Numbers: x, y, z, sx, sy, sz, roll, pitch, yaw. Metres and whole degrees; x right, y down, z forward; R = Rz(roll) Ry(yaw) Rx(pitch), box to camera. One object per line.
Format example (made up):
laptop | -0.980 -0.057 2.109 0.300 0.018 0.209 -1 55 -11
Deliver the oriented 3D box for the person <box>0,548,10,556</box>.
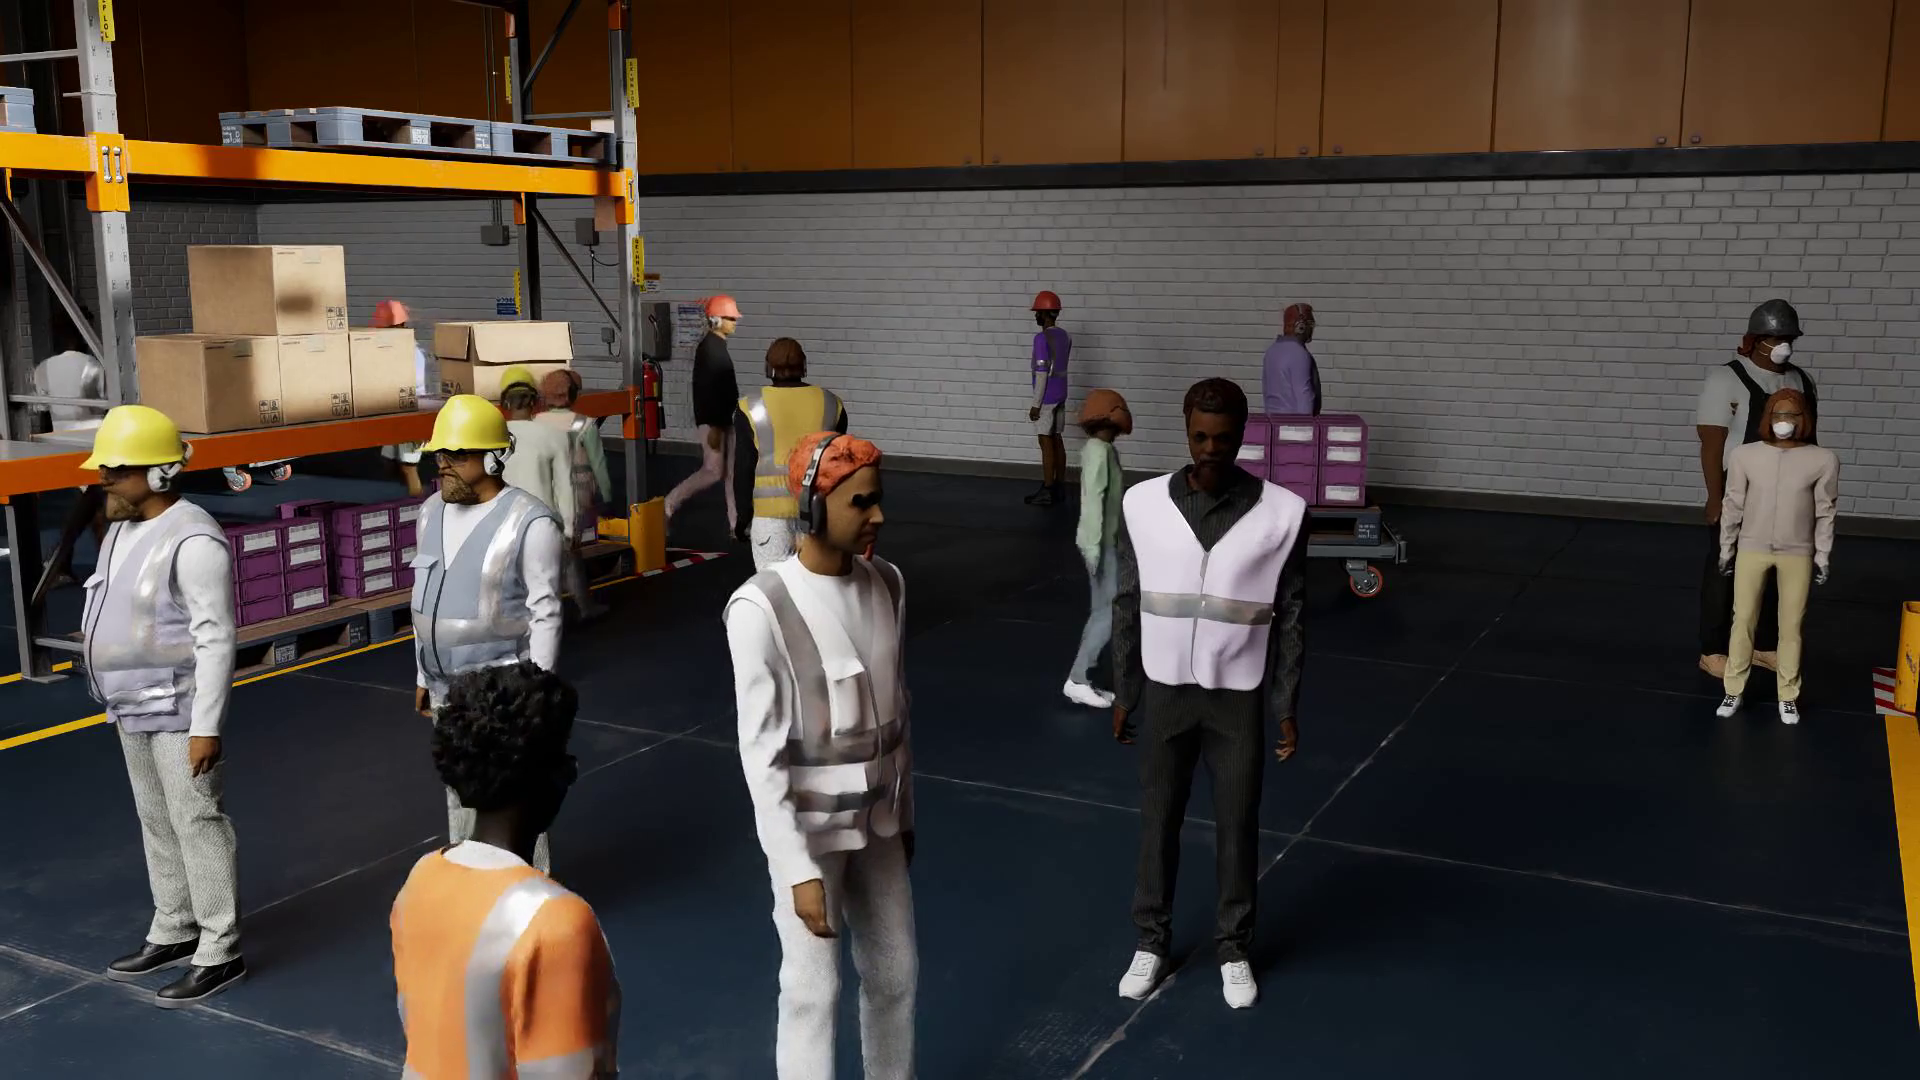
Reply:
person | -7.469 -0.823 12.475 0.589 1.924 0.384 6 12 33

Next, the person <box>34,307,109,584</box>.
person | -6.156 -0.672 11.615 0.607 1.932 0.957 3 10 15

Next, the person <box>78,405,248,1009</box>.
person | -2.439 0.501 5.083 0.600 1.829 0.404 8 13 39

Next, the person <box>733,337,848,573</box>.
person | -0.906 -0.154 8.848 0.634 1.839 0.429 -4 11 -22

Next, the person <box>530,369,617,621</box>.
person | -2.380 -0.227 9.988 0.521 1.593 0.872 5 11 26

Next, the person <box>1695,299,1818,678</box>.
person | 4.332 -0.271 8.945 0.684 2.000 0.538 -3 10 -15

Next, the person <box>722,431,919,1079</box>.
person | -0.271 0.686 3.876 0.416 1.882 0.598 8 12 37

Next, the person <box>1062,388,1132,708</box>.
person | 0.709 0.042 8.400 0.324 1.597 0.586 1 10 6

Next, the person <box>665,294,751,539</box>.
person | -1.991 -0.955 13.113 0.828 1.964 0.623 0 10 2

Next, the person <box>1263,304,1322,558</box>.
person | 2.509 -0.807 12.513 0.473 1.903 0.688 -2 10 -12

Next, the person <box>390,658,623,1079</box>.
person | -0.747 1.032 2.485 0.565 1.664 0.563 -9 13 -41

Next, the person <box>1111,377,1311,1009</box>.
person | 0.751 0.461 5.068 0.589 1.918 0.392 2 10 12

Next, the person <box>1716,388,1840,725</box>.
person | 3.967 0.078 8.099 0.507 1.633 0.278 5 11 27

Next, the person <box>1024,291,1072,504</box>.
person | 0.791 -1.293 15.160 0.359 1.938 0.547 5 11 28

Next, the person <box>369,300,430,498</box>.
person | -4.420 -0.942 13.194 0.531 1.913 0.593 -9 13 -43

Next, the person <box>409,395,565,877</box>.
person | -1.560 0.442 5.417 0.589 1.833 0.404 5 11 27

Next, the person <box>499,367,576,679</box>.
person | -2.342 -0.086 8.970 0.536 1.663 1.067 -2 10 -11
